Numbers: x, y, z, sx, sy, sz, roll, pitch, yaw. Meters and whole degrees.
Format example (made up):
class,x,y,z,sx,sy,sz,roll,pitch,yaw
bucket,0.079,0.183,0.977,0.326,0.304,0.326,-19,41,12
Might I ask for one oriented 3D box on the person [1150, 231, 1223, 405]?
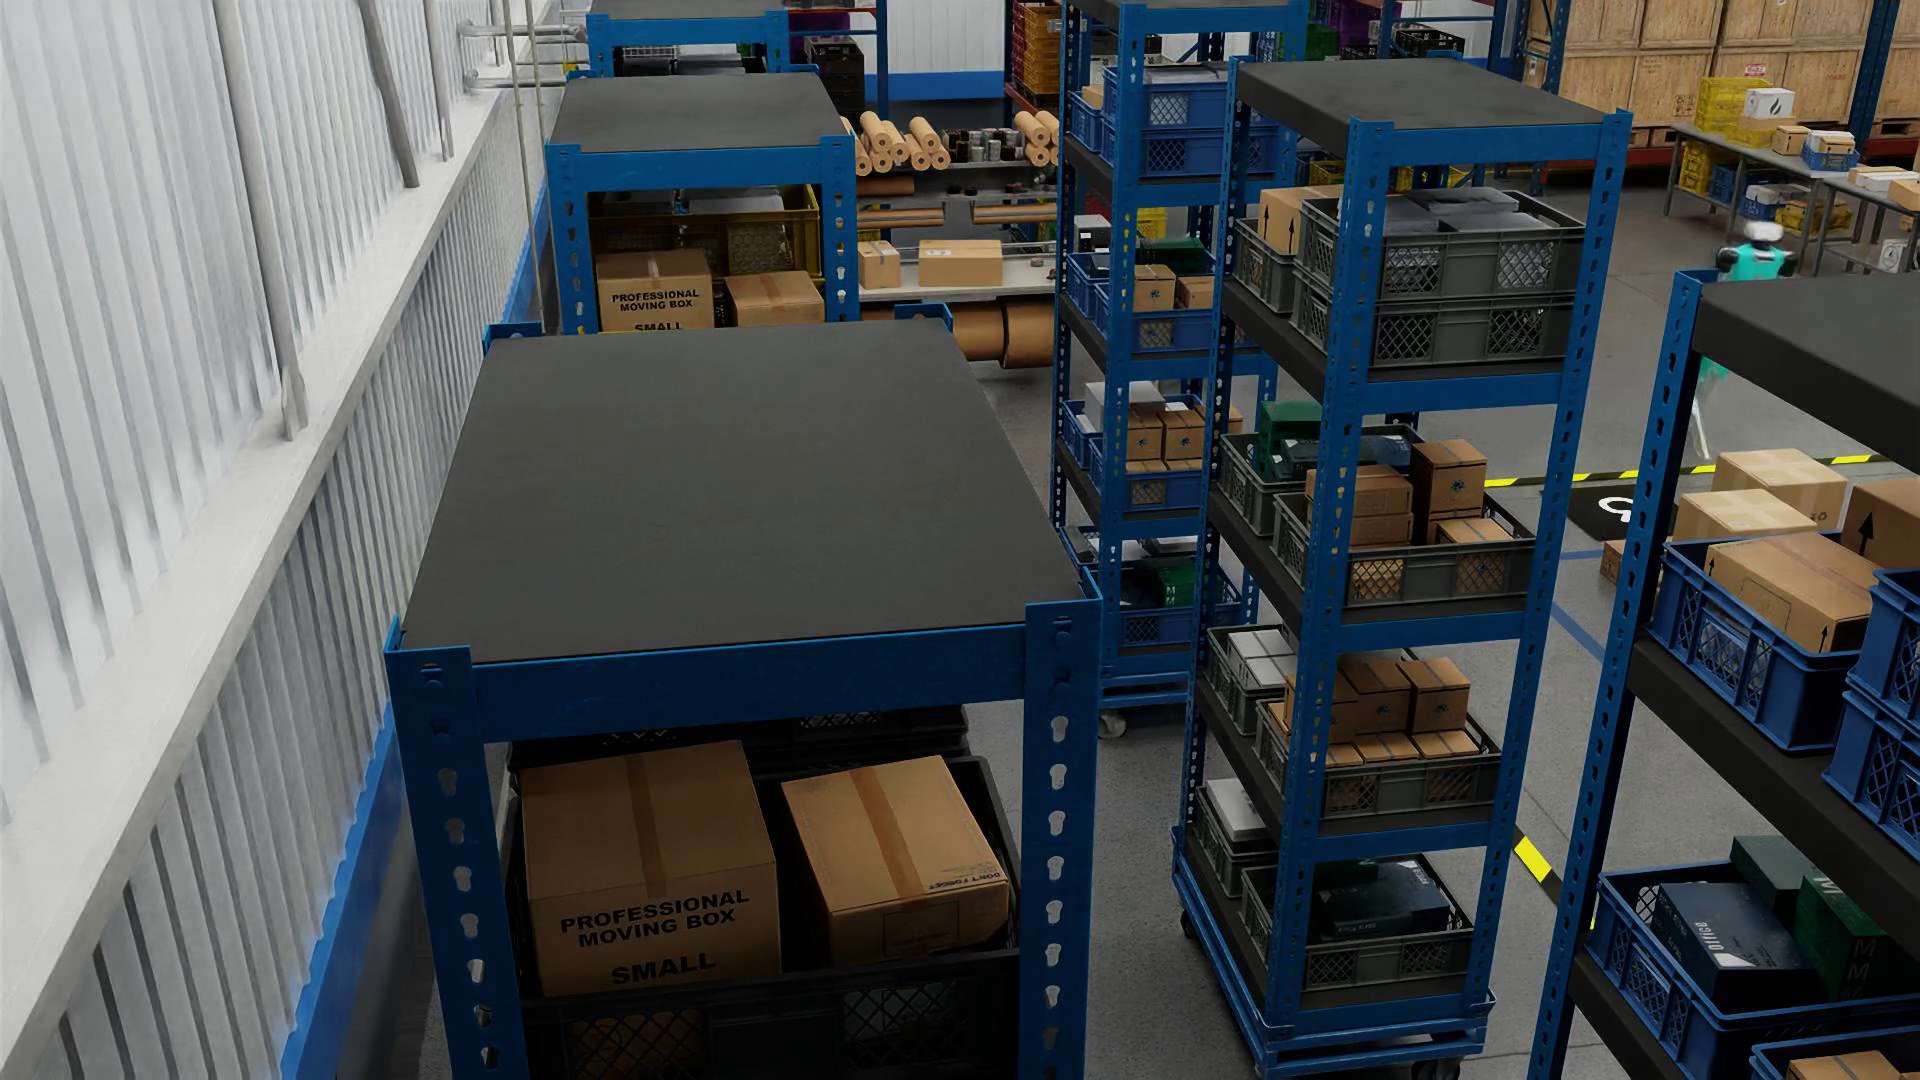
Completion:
class,x,y,z,sx,sy,sz,roll,pitch,yaw
person,1.477,-1.107,10.809,0.598,1.850,0.386,-2,25,-4

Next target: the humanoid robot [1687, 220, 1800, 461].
class,x,y,z,sx,sy,sz,roll,pitch,yaw
humanoid robot,5.346,-1.437,11.741,0.559,1.812,0.941,1,25,2
